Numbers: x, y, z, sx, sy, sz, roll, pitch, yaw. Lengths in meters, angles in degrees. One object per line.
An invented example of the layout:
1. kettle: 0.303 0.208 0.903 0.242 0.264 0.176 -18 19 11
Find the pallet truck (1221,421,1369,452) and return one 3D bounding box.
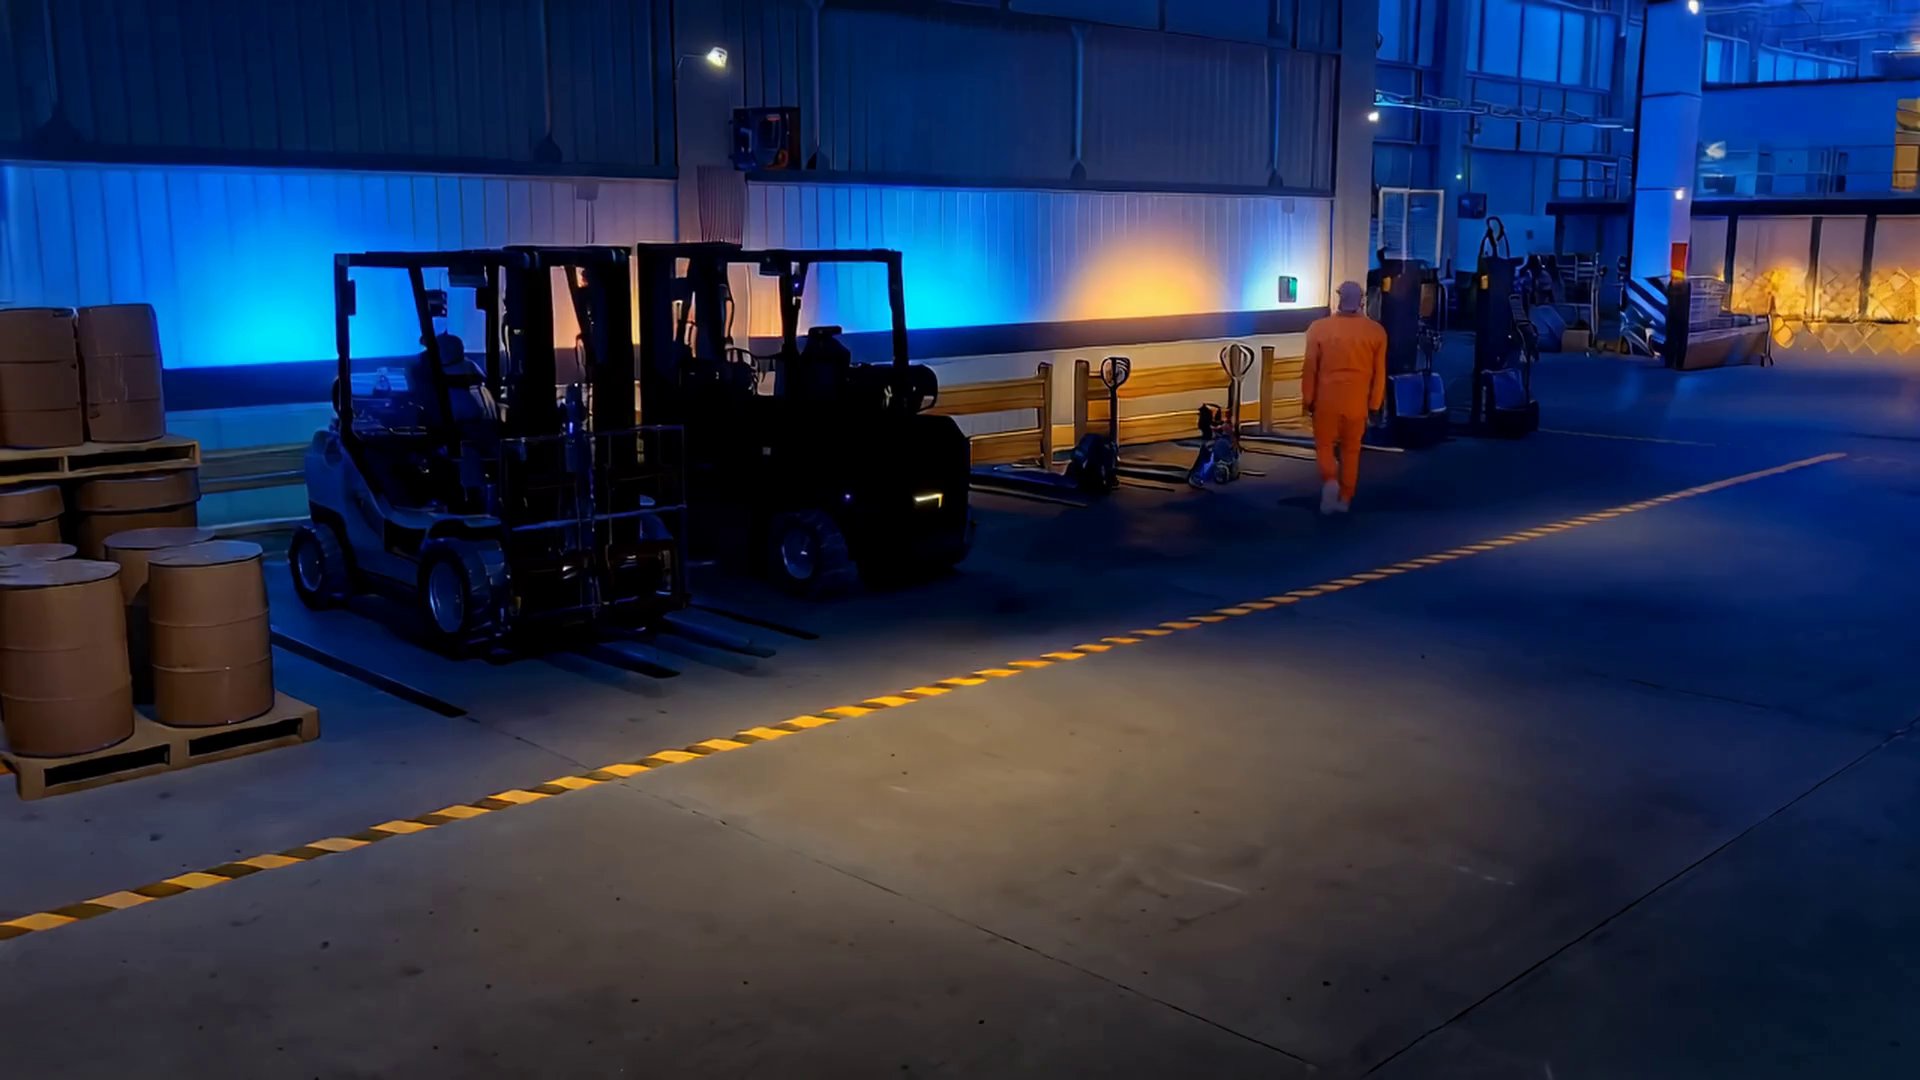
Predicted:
1. pallet truck: 3.563 -1.581 17.381 0.653 1.274 1.630 -10 14 -44

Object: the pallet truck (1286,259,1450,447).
1. pallet truck: 4.493 -2.078 18.196 0.823 1.965 1.885 -9 14 -40

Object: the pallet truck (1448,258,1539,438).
1. pallet truck: 5.704 -2.208 18.901 1.885 1.965 0.823 10 14 43

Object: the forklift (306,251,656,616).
1. forklift: -2.833 -0.669 9.694 1.157 1.987 2.680 -10 14 -44

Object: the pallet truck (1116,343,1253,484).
1. pallet truck: 1.962 -1.215 15.415 1.522 1.261 0.704 10 14 43

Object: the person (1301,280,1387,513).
1. person: 3.073 -1.130 13.318 0.660 1.886 0.547 1 10 6

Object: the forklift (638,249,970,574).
1. forklift: -1.173 -0.958 11.239 2.680 1.987 1.157 10 14 43

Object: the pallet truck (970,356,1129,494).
1. pallet truck: 0.784 -1.085 14.876 0.680 1.201 1.601 -10 14 -44
